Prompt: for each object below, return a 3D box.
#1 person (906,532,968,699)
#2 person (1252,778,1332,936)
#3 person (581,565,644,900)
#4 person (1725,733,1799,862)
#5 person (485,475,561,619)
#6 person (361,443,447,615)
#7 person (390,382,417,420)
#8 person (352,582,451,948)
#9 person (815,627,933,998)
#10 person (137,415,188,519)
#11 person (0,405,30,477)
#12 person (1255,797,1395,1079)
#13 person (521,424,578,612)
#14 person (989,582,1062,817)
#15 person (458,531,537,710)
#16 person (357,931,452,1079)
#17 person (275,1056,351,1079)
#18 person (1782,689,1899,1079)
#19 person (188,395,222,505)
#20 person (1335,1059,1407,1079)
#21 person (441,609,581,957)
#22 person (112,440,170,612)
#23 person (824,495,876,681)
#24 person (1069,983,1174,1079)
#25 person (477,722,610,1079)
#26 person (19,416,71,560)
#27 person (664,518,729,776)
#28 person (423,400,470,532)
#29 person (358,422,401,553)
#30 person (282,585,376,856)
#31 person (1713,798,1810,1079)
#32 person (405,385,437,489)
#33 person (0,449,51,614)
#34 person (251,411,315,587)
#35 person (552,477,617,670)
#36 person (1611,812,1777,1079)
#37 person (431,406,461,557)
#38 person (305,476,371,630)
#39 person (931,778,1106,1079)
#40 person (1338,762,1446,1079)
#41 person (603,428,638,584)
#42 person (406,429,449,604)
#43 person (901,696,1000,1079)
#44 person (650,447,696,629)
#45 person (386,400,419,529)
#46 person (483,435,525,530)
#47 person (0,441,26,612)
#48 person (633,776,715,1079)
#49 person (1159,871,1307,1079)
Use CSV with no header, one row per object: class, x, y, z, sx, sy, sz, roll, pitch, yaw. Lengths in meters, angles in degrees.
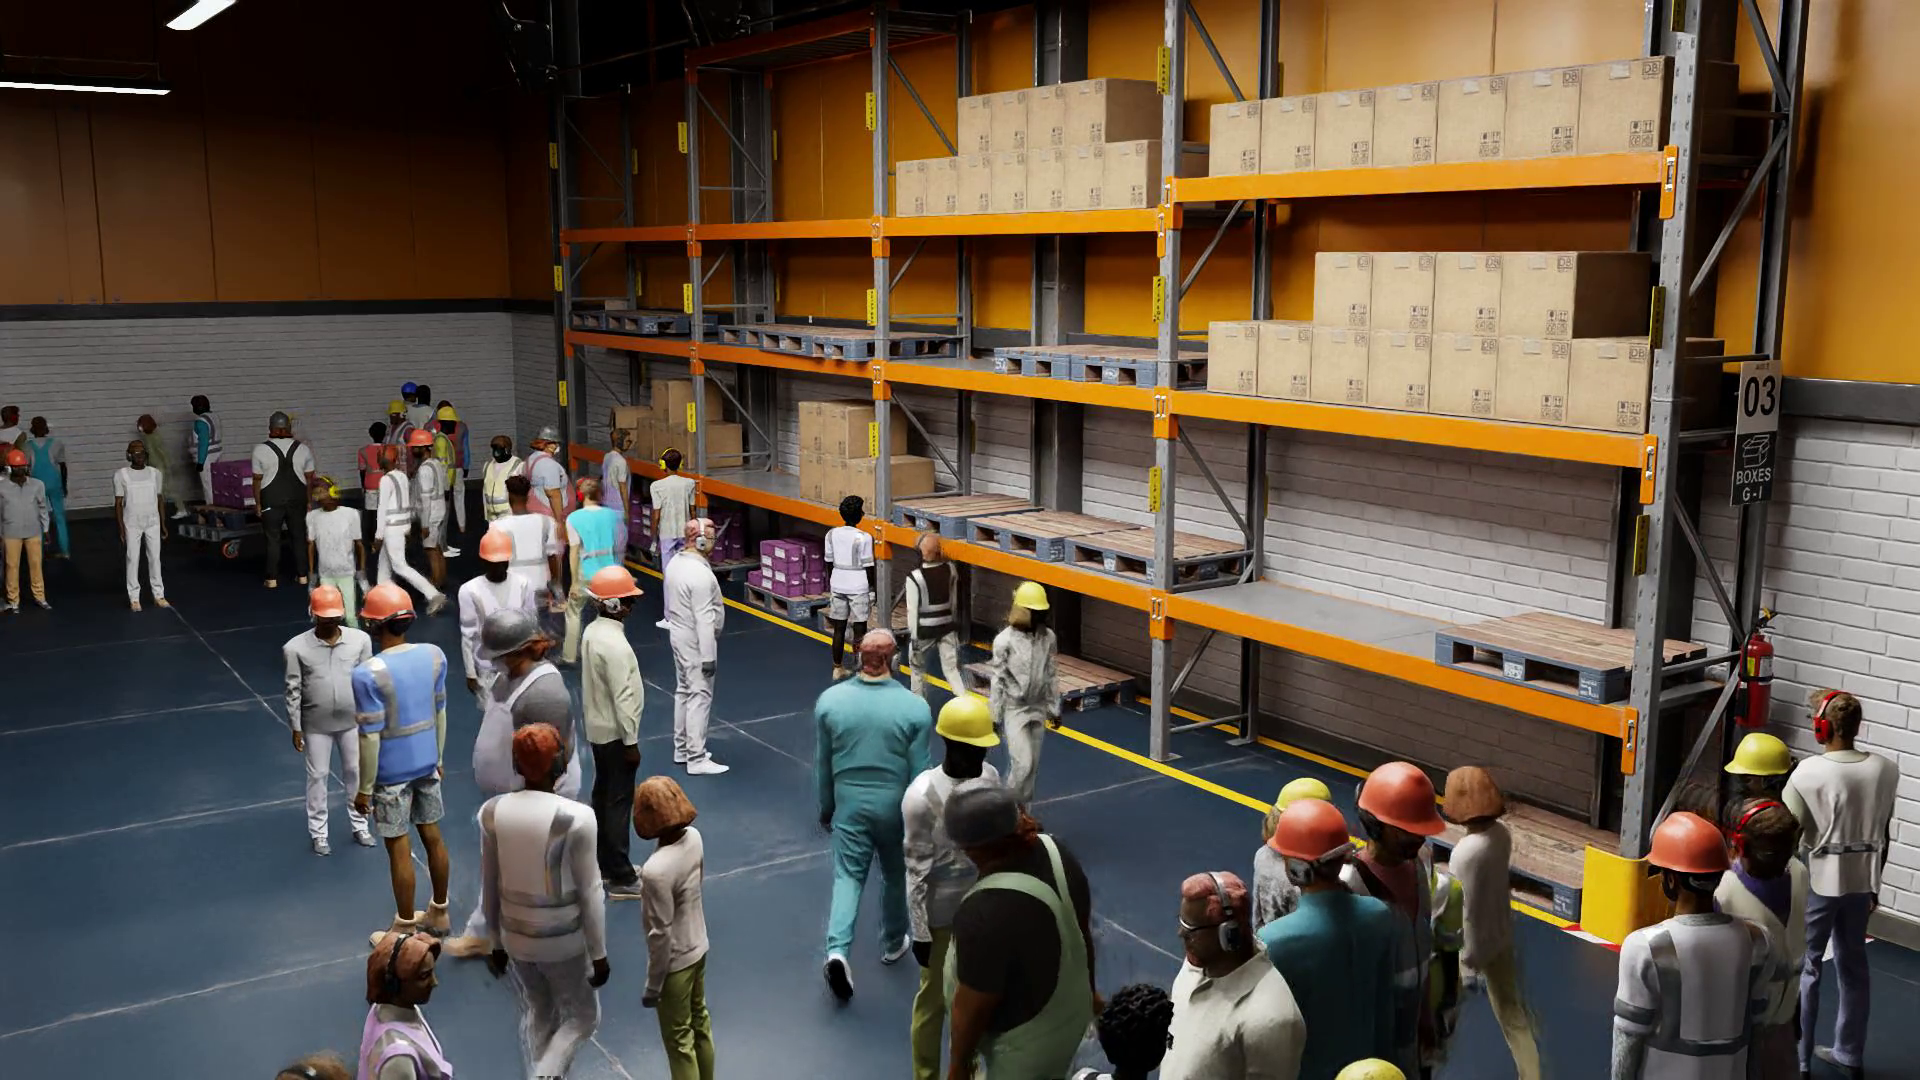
person,-0.184,0.741,13.338,0.520,1.607,0.785,-6,11,-32
person,1.349,1.805,6.720,0.315,1.735,0.483,-2,10,-13
person,-2.045,1.135,9.891,0.376,1.995,0.612,-5,11,-29
person,3.471,1.701,7.263,0.340,1.761,0.527,3,10,18
person,-3.849,0.384,14.592,0.614,1.913,1.039,-9,13,-41
person,-5.900,-0.099,17.555,0.885,1.858,0.577,0,10,-3
person,-8.185,-1.380,24.814,0.602,1.940,0.402,3,10,18
person,-3.074,1.242,9.119,0.386,2.045,0.605,5,11,29
person,-0.460,1.399,8.684,0.648,1.879,0.862,2,10,11
person,-11.512,-1.016,23.779,0.516,1.567,0.967,9,13,42
person,-12.608,-0.861,22.090,0.562,1.834,0.392,4,10,20
person,1.161,1.845,5.777,0.622,1.971,0.630,-8,12,-38
person,-4.386,-0.254,17.910,0.536,2.000,0.675,-8,12,-38
person,0.439,1.116,10.753,0.509,1.725,0.376,-7,12,-37
person,-3.236,0.868,11.734,0.559,1.909,0.497,-6,11,-32
person,-1.811,2.071,5.446,0.314,1.636,0.515,-4,10,-21
person,-1.580,2.173,4.324,0.628,1.809,0.575,1,10,5
person,3.999,1.601,7.630,0.563,1.837,0.387,-2,10,-9
person,-10.800,-1.157,23.815,0.429,1.838,0.621,-1,10,-8
person,1.046,2.201,4.404,0.320,1.738,0.483,-2,10,-10
person,-2.380,1.287,8.865,0.916,2.000,0.757,-6,11,-32
person,-8.806,-0.157,17.909,0.507,1.846,0.344,-9,13,-43
person,-0.962,0.442,14.833,0.542,1.695,0.316,7,12,36
person,0.490,2.134,4.923,0.320,1.694,0.534,-6,11,-31
person,-1.764,1.694,6.980,0.591,1.866,0.531,4,10,23
person,-11.418,-0.632,20.756,0.513,1.837,0.410,-5,11,-25
person,-1.926,0.779,12.273,0.400,1.899,0.647,-5,11,-28
person,-7.095,-1.010,22.980,0.631,1.836,0.432,-4,11,-24
person,-7.429,-0.668,21.346,0.533,1.697,0.322,-1,10,-4
person,-3.993,1.138,10.609,0.566,1.744,0.350,-6,11,-33
person,2.973,1.829,6.361,0.595,1.813,0.540,-5,11,-29
person,-7.932,-1.330,24.589,0.597,1.915,0.371,4,10,21
person,-10.051,-0.097,17.828,0.335,1.751,0.570,9,13,43
person,-7.842,-0.485,19.268,0.683,2.000,0.535,-7,12,-35
person,-3.414,0.330,15.154,0.884,1.808,0.571,8,13,40
person,2.472,1.880,5.723,0.543,1.929,0.386,-1,10,-7
person,-6.522,-0.742,21.153,0.405,1.917,0.582,-3,10,-15
person,-5.606,0.340,15.015,0.578,1.850,0.392,-1,10,-3
person,0.161,1.751,6.140,0.837,2.000,0.764,4,11,23
person,1.543,1.778,6.038,0.612,2.029,0.407,-9,13,-43
person,-3.953,-0.386,19.306,0.357,1.835,0.516,-6,12,-33
person,-5.853,-0.259,18.279,0.381,1.932,0.543,-1,10,-7
person,-0.002,1.612,7.316,0.397,1.920,0.587,8,13,40
person,-2.934,-0.018,17.027,0.514,1.872,0.328,-7,12,-34
person,-7.800,-1.054,23.253,0.403,1.825,0.594,-8,13,-41
person,-5.061,-0.258,18.523,0.632,1.840,0.429,5,11,26
person,-10.313,-0.134,17.811,0.650,1.831,0.851,-9,13,-42
person,-1.225,1.794,7.082,0.289,1.633,0.501,2,10,11
person,0.820,1.969,5.297,0.402,1.896,0.653,-3,10,-16
